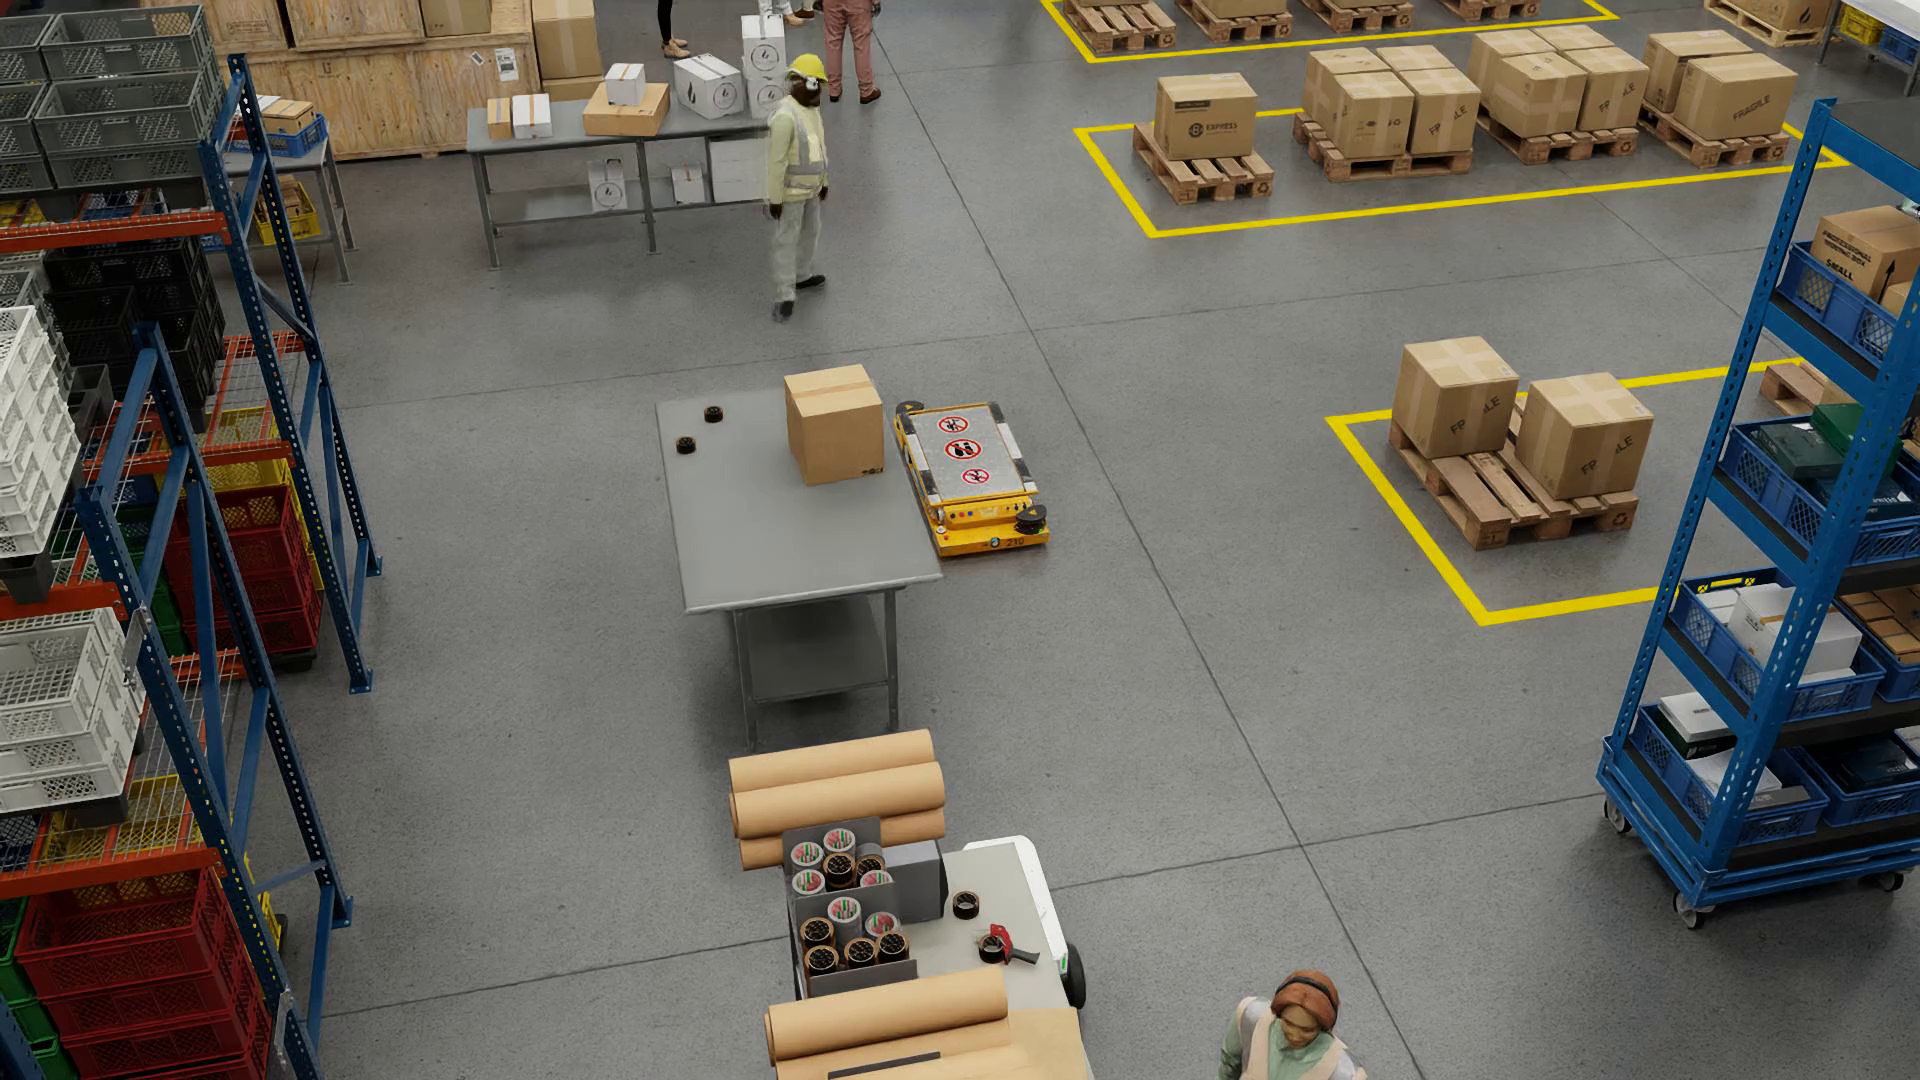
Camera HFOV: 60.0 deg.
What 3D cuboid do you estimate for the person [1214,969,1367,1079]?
[{"bbox_3d":[1.086,2.029,5.660,0.522,1.645,0.306,26,44,31],"label":"person"}]

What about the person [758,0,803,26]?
[{"bbox_3d":[-1.785,-5.869,16.117,0.430,1.839,0.619,24,43,29],"label":"person"}]

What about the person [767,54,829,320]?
[{"bbox_3d":[-1.133,-2.431,11.552,0.406,1.784,0.710,12,38,16],"label":"person"}]

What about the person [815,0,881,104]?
[{"bbox_3d":[-0.989,-4.793,14.613,0.642,1.909,0.409,8,37,10],"label":"person"}]

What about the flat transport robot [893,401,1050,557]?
[{"bbox_3d":[0.046,-0.430,10.108,0.652,0.197,1.431,-8,37,-10],"label":"flat transport robot"}]

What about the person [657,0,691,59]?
[{"bbox_3d":[-2.764,-5.402,15.603,0.319,1.697,0.532,-6,37,-9],"label":"person"}]

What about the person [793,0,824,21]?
[{"bbox_3d":[-1.551,-6.091,16.387,0.330,1.872,0.512,26,44,30],"label":"person"}]

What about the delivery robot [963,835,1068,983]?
[{"bbox_3d":[0.220,1.590,7.081,0.477,0.478,0.707,-7,37,-9],"label":"delivery robot"}]
